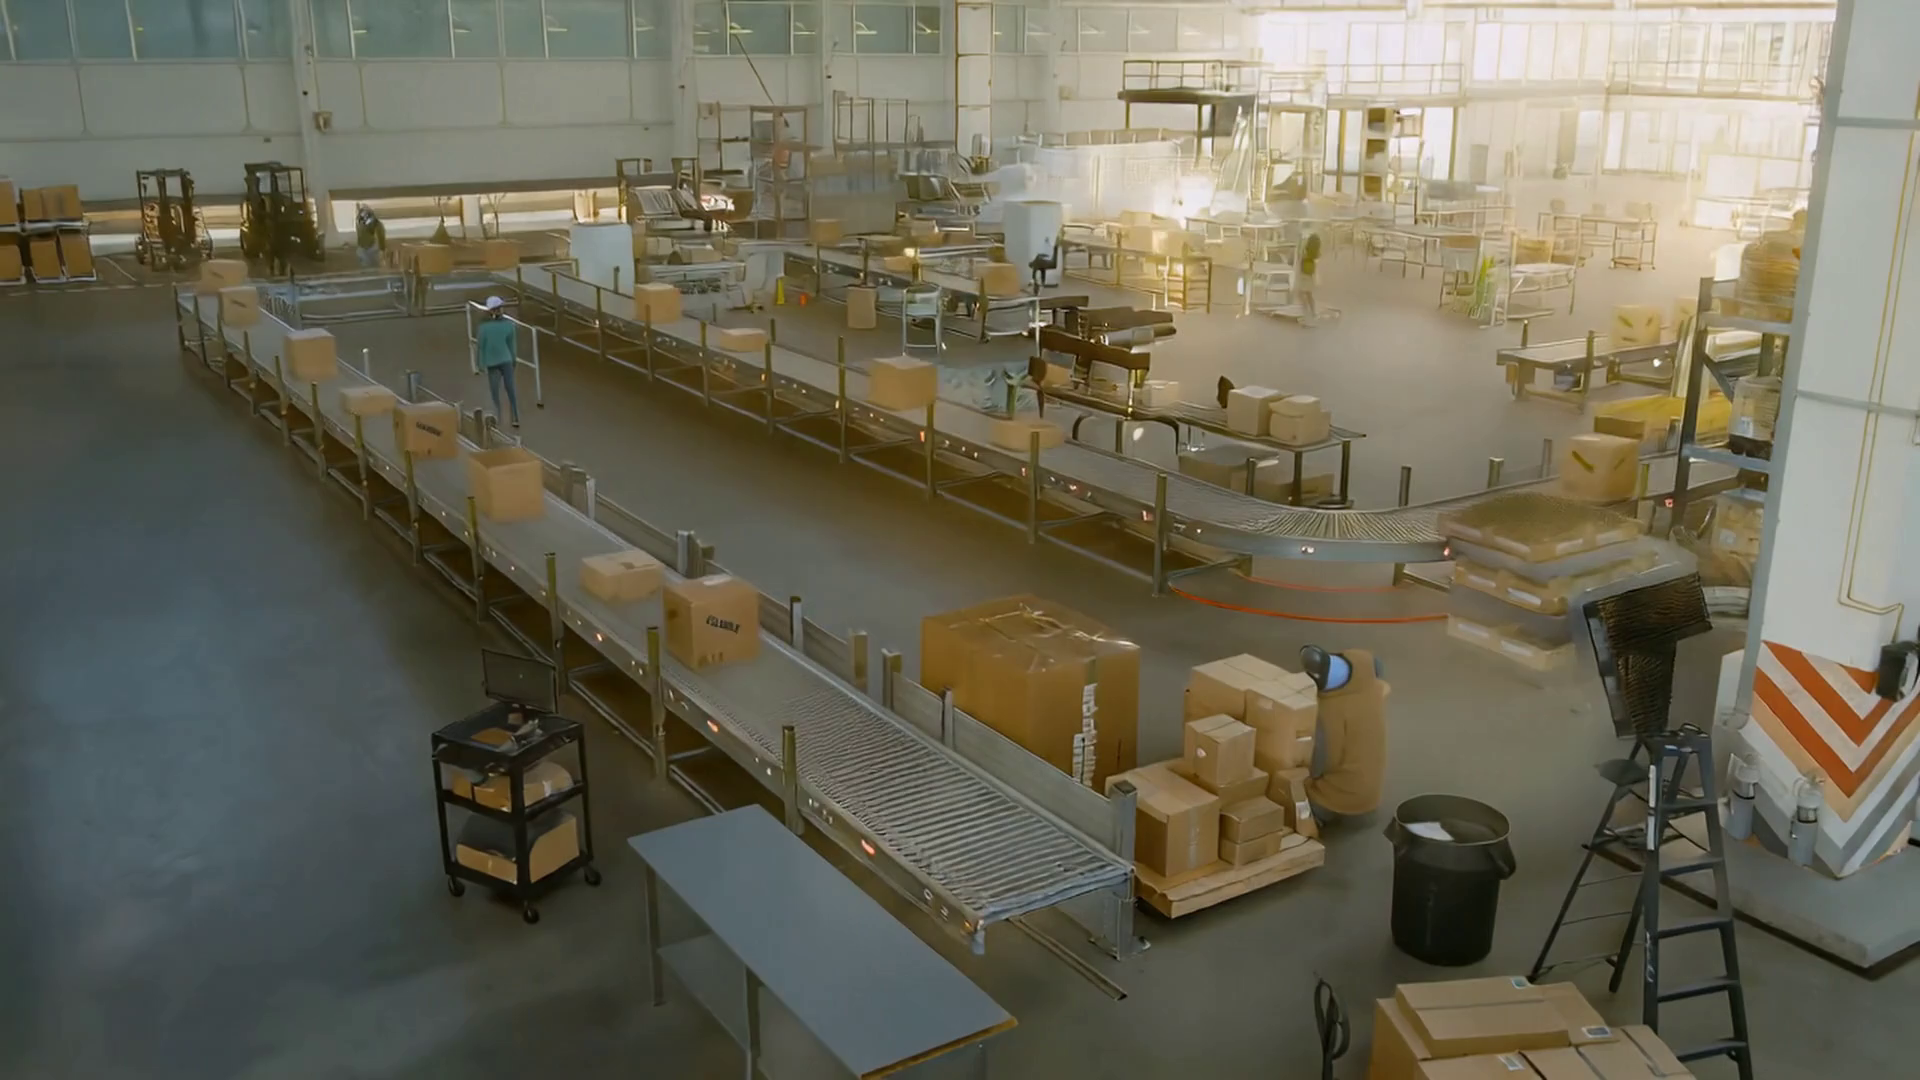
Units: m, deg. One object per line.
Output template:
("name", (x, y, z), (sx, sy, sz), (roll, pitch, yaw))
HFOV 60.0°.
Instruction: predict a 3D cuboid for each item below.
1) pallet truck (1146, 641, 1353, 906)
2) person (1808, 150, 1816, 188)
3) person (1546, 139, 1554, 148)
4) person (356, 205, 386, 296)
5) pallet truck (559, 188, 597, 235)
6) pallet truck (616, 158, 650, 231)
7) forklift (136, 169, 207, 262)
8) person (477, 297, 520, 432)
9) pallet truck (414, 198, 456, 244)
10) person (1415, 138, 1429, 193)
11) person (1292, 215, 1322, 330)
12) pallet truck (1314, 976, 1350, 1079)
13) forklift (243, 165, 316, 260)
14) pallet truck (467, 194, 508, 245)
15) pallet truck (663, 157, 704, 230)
("pallet truck", (1.664, 1.407, 10.232), (1.630, 1.274, 0.653), (-10, 20, -31))
("person", (27.185, -11.690, 52.672), (0.603, 1.967, 0.368), (11, 20, 33))
("person", (22.468, -14.748, 63.426), (0.502, 1.615, 0.600), (9, 19, 28))
("person", (-11.477, -5.551, 32.354), (0.643, 1.905, 0.399), (8, 18, 25))
("pallet truck", (-10.010, -8.652, 43.699), (0.653, 1.274, 1.630), (-10, 20, -31))
("pallet truck", (-8.918, -9.176, 44.255), (0.823, 1.965, 1.885), (-9, 19, -27))
("forklift", (-17.842, -7.318, 37.559), (1.157, 1.987, 2.680), (-10, 20, -31))
("person", (-6.037, -2.291, 21.737), (0.525, 1.769, 0.327), (-12, 20, -35))
("pallet truck", (-13.250, -8.060, 41.856), (0.680, 1.201, 1.601), (-10, 20, -31))
("person", (15.523, -12.567, 55.818), (0.443, 1.831, 0.532), (8, 18, 25))
("person", (6.124, -4.735, 29.454), (0.567, 2.003, 0.614), (-3, 17, -8))
("pallet truck", (2.299, 2.390, 7.086), (1.601, 1.201, 0.680), (-2, 17, -7))
("forklift", (-15.898, -7.669, 38.708), (1.157, 1.987, 2.680), (-11, 20, -33))
("pallet truck", (-11.983, -8.177, 42.137), (0.704, 1.261, 1.522), (-11, 20, -33))
("pallet truck", (-7.586, -9.308, 44.692), (0.823, 1.965, 1.885), (-11, 20, -33))
